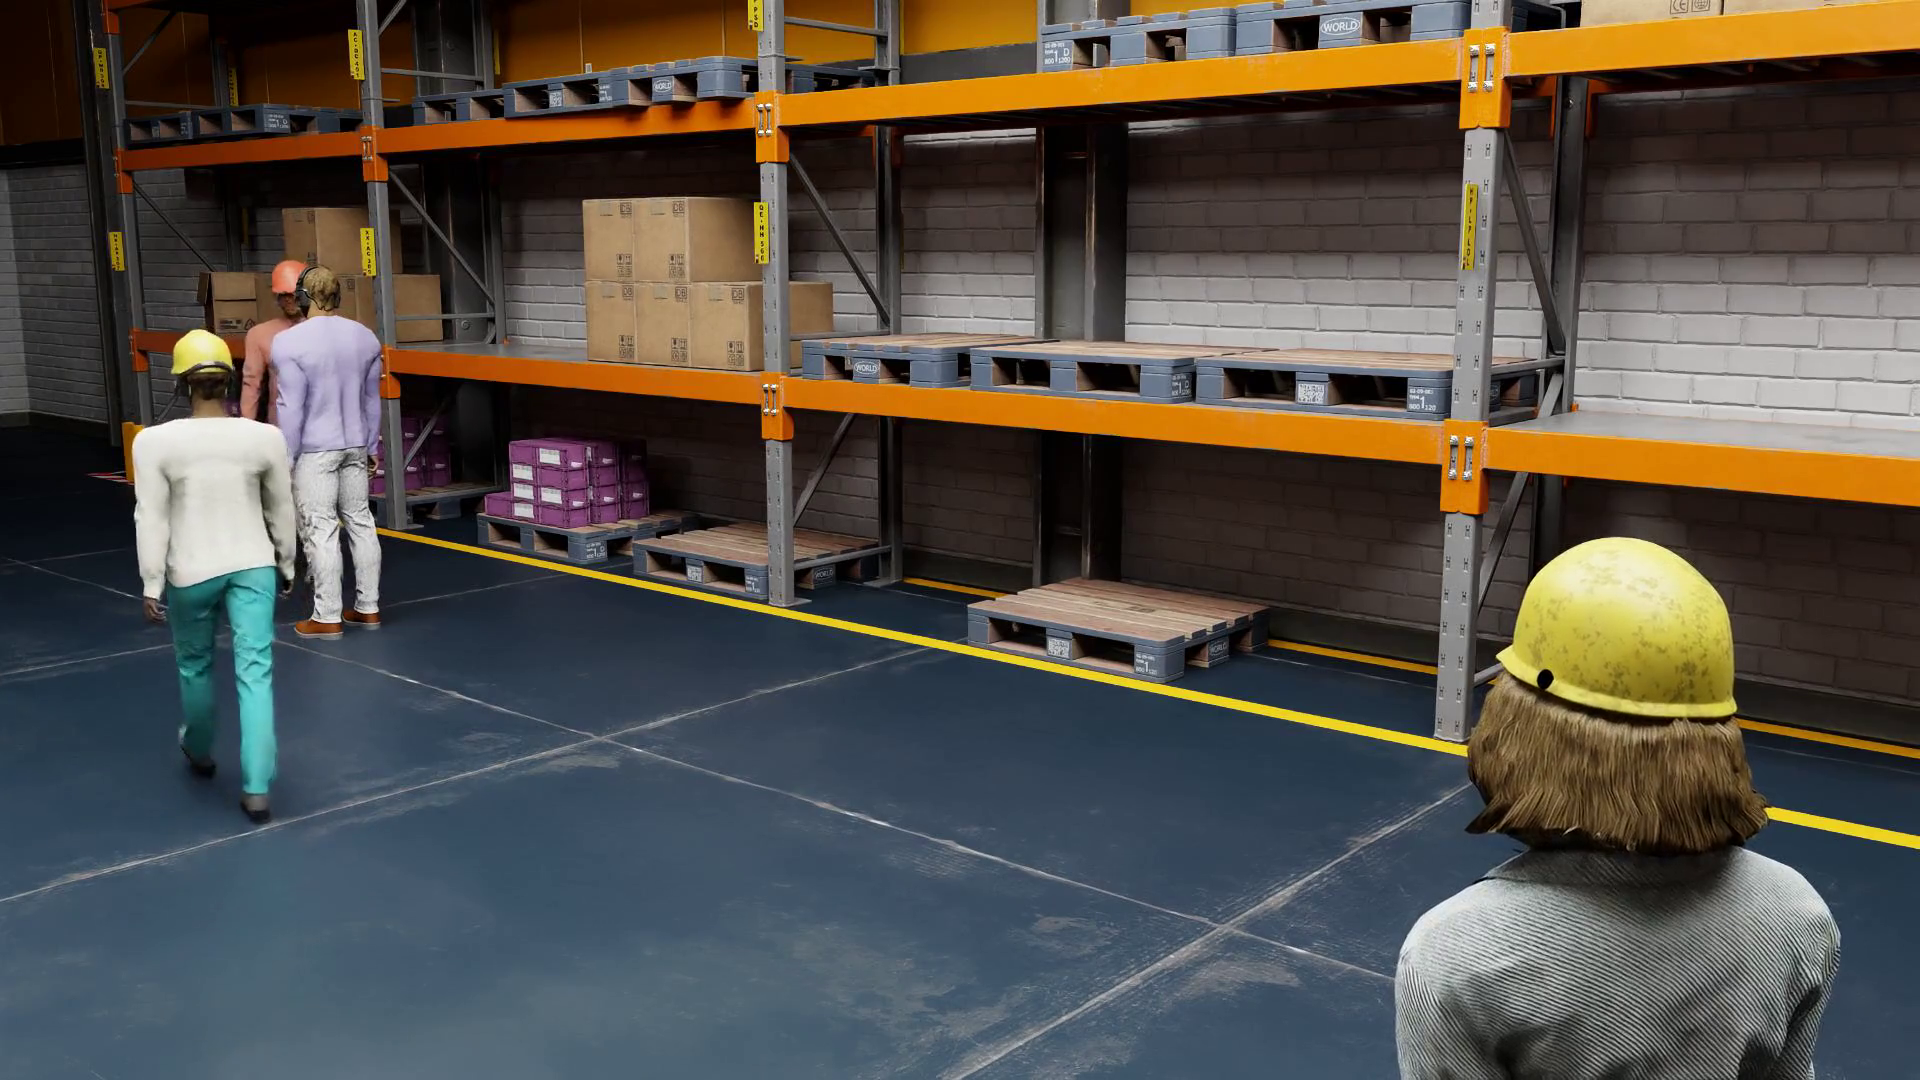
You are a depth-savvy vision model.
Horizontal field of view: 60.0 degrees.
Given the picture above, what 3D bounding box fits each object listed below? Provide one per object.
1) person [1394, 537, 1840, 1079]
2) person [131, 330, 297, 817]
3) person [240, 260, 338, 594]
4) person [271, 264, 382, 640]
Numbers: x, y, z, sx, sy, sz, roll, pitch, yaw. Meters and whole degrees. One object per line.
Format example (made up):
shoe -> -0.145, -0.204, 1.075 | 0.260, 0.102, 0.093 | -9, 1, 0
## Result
person -> 0.634, 0.859, 1.736 | 0.487, 1.744, 0.297 | -3, 11, -19
person -> -2.714, 0.101, 6.082 | 0.547, 1.716, 0.909 | -6, 12, -31
person -> -3.864, -0.650, 9.741 | 0.652, 1.936, 1.023 | -2, 10, -13
person -> -3.277, -0.453, 8.646 | 0.362, 1.939, 0.636 | 6, 11, 29
